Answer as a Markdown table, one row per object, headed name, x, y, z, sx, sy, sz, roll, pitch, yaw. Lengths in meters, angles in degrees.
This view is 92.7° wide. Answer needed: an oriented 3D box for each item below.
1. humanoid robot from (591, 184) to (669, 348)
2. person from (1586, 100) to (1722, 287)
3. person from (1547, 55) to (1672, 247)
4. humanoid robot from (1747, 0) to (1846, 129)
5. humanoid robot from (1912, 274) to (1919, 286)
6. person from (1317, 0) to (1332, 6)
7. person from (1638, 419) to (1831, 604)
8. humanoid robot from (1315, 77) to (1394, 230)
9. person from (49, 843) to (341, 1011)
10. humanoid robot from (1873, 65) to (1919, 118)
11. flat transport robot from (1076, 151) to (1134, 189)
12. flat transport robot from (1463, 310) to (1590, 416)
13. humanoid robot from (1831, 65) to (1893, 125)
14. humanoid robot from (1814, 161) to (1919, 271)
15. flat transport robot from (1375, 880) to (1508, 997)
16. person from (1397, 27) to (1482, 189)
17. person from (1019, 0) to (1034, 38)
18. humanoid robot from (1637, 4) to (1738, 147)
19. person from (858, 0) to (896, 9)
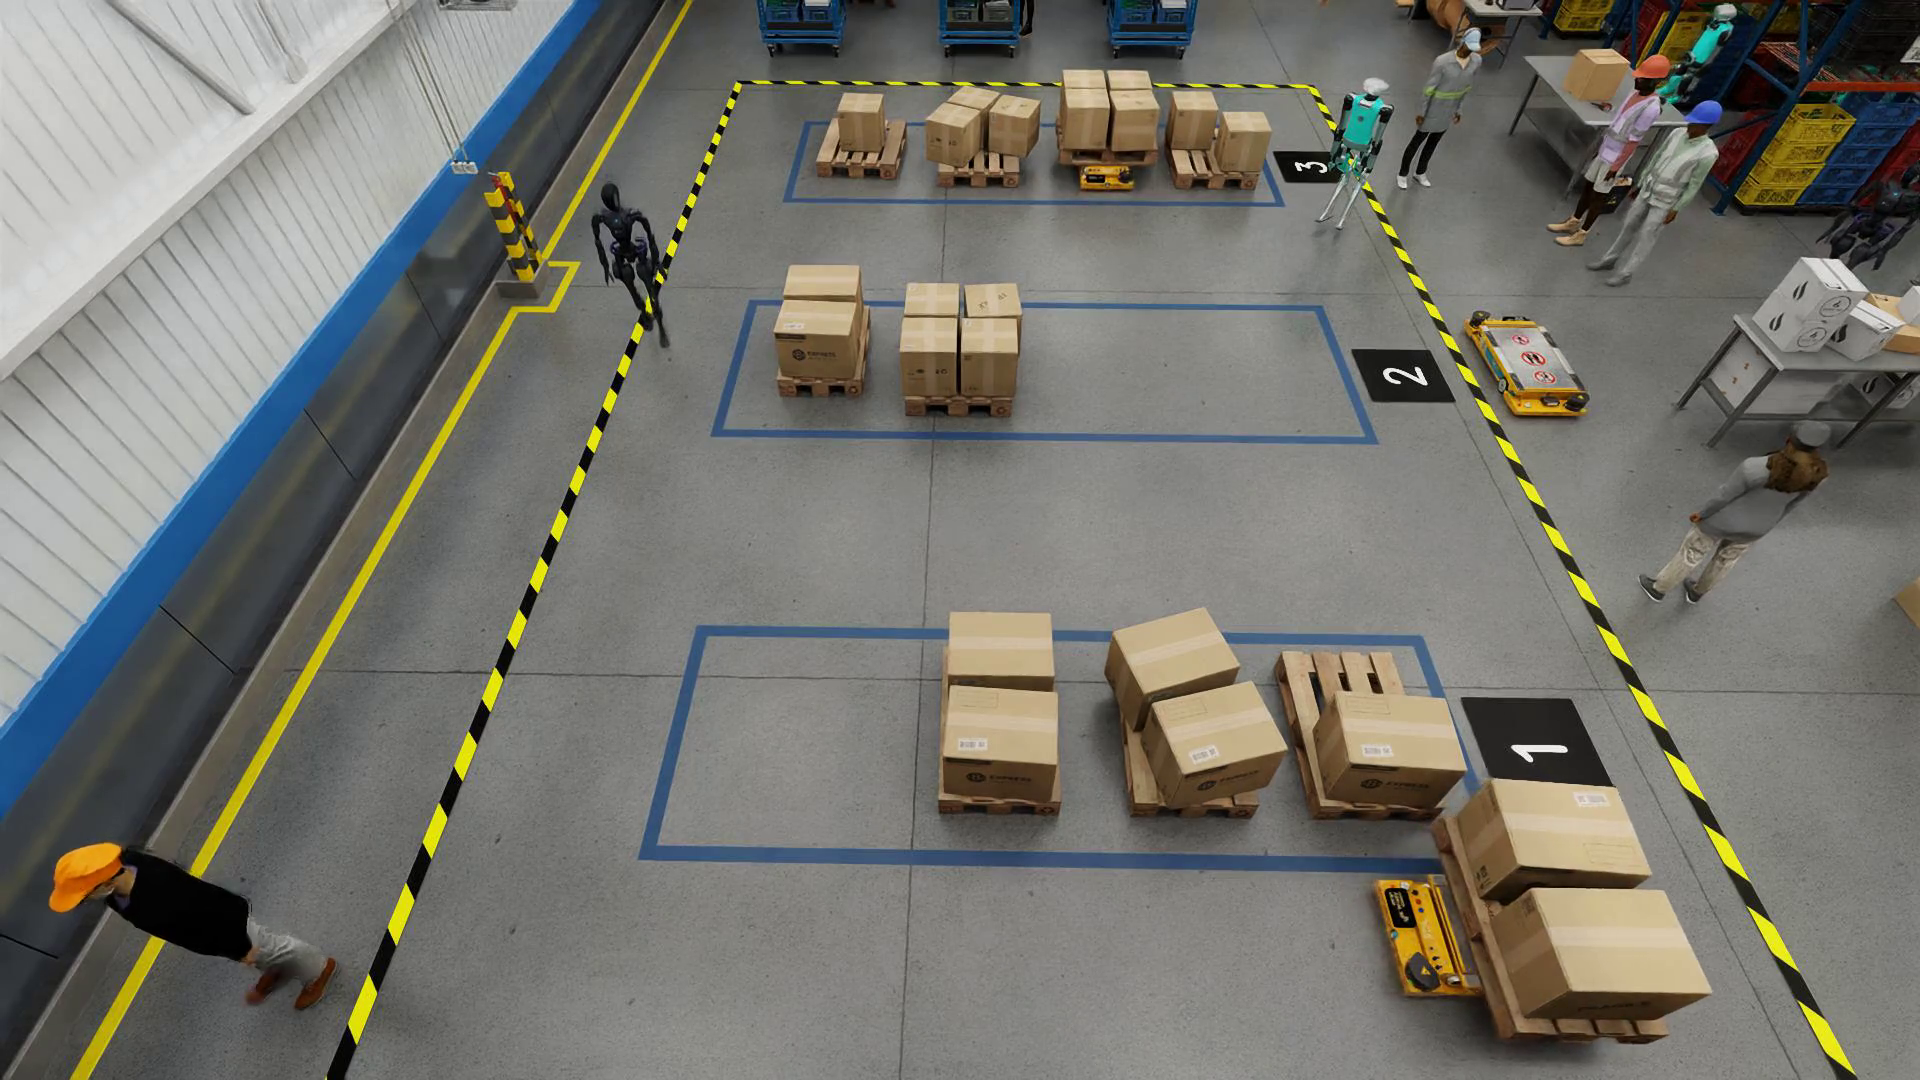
| name | x | y | z | sx | sy | sz | roll | pitch | yaw |
| --- | --- | --- | --- | --- | --- | --- | --- | --- | --- |
| humanoid robot | -3.195 | -2.662 | 8.916 | 0.612 | 1.634 | 0.656 | -7 | 49 | -6 |
| person | 7.251 | -3.569 | 9.512 | 0.402 | 1.945 | 0.614 | -9 | 50 | -8 |
| person | 7.104 | -4.215 | 10.019 | 0.389 | 2.037 | 0.602 | 7 | 49 | 6 |
| humanoid robot | 10.765 | -6.058 | 11.838 | 0.313 | 1.654 | 0.601 | -3 | 49 | -2 |
| humanoid robot | 10.568 | -3.349 | 9.396 | 0.531 | 1.690 | 0.734 | 5 | 49 | 4 |
| person | 6.123 | -9.794 | 15.002 | 0.580 | 1.798 | 0.652 | -32 | 56 | -25 |
| person | 5.664 | -0.159 | 6.678 | 0.572 | 1.766 | 0.396 | 5 | 49 | 4 |
| humanoid robot | 4.465 | -4.336 | 10.226 | 0.533 | 1.677 | 0.735 | 34 | 57 | 26 |
| person | -3.914 | 2.061 | 4.700 | 0.592 | 1.872 | 0.571 | 18 | 51 | 15 |
| humanoid robot | 12.097 | -5.984 | 11.744 | 1.024 | 1.725 | 0.552 | 8 | 50 | 7 |
| flat transport robot | 1.845 | -4.975 | 11.821 | 0.652 | 0.197 | 1.431 | 1 | 49 | 1 |
| flat transport robot | 5.573 | -1.757 | 9.054 | 0.659 | 0.231 | 1.431 | 1 | 49 | 1 |
| humanoid robot | 11.245 | -5.555 | 11.380 | 1.051 | 1.736 | 0.557 | -1 | 49 | 0 |
| humanoid robot | 9.139 | -3.068 | 9.292 | 0.795 | 1.622 | 0.616 | -25 | 54 | -20 |
| flat transport robot | 3.313 | 2.359 | 5.473 | 1.431 | 0.197 | 0.652 | 1 | 49 | 1 |
| person | 5.730 | -5.115 | 10.914 | 0.586 | 1.852 | 0.386 | -7 | 49 | -6 |
| person | 0.982 | -8.806 | 14.039 | 0.377 | 1.958 | 0.602 | -23 | 53 | -19 |
| humanoid robot | 8.884 | -5.723 | 11.583 | 0.758 | 1.906 | 0.546 | 5 | 49 | 4 |
| person | -1.397 | -9.653 | 14.823 | 0.780 | 1.900 | 0.371 | 12 | 50 | 11 |
